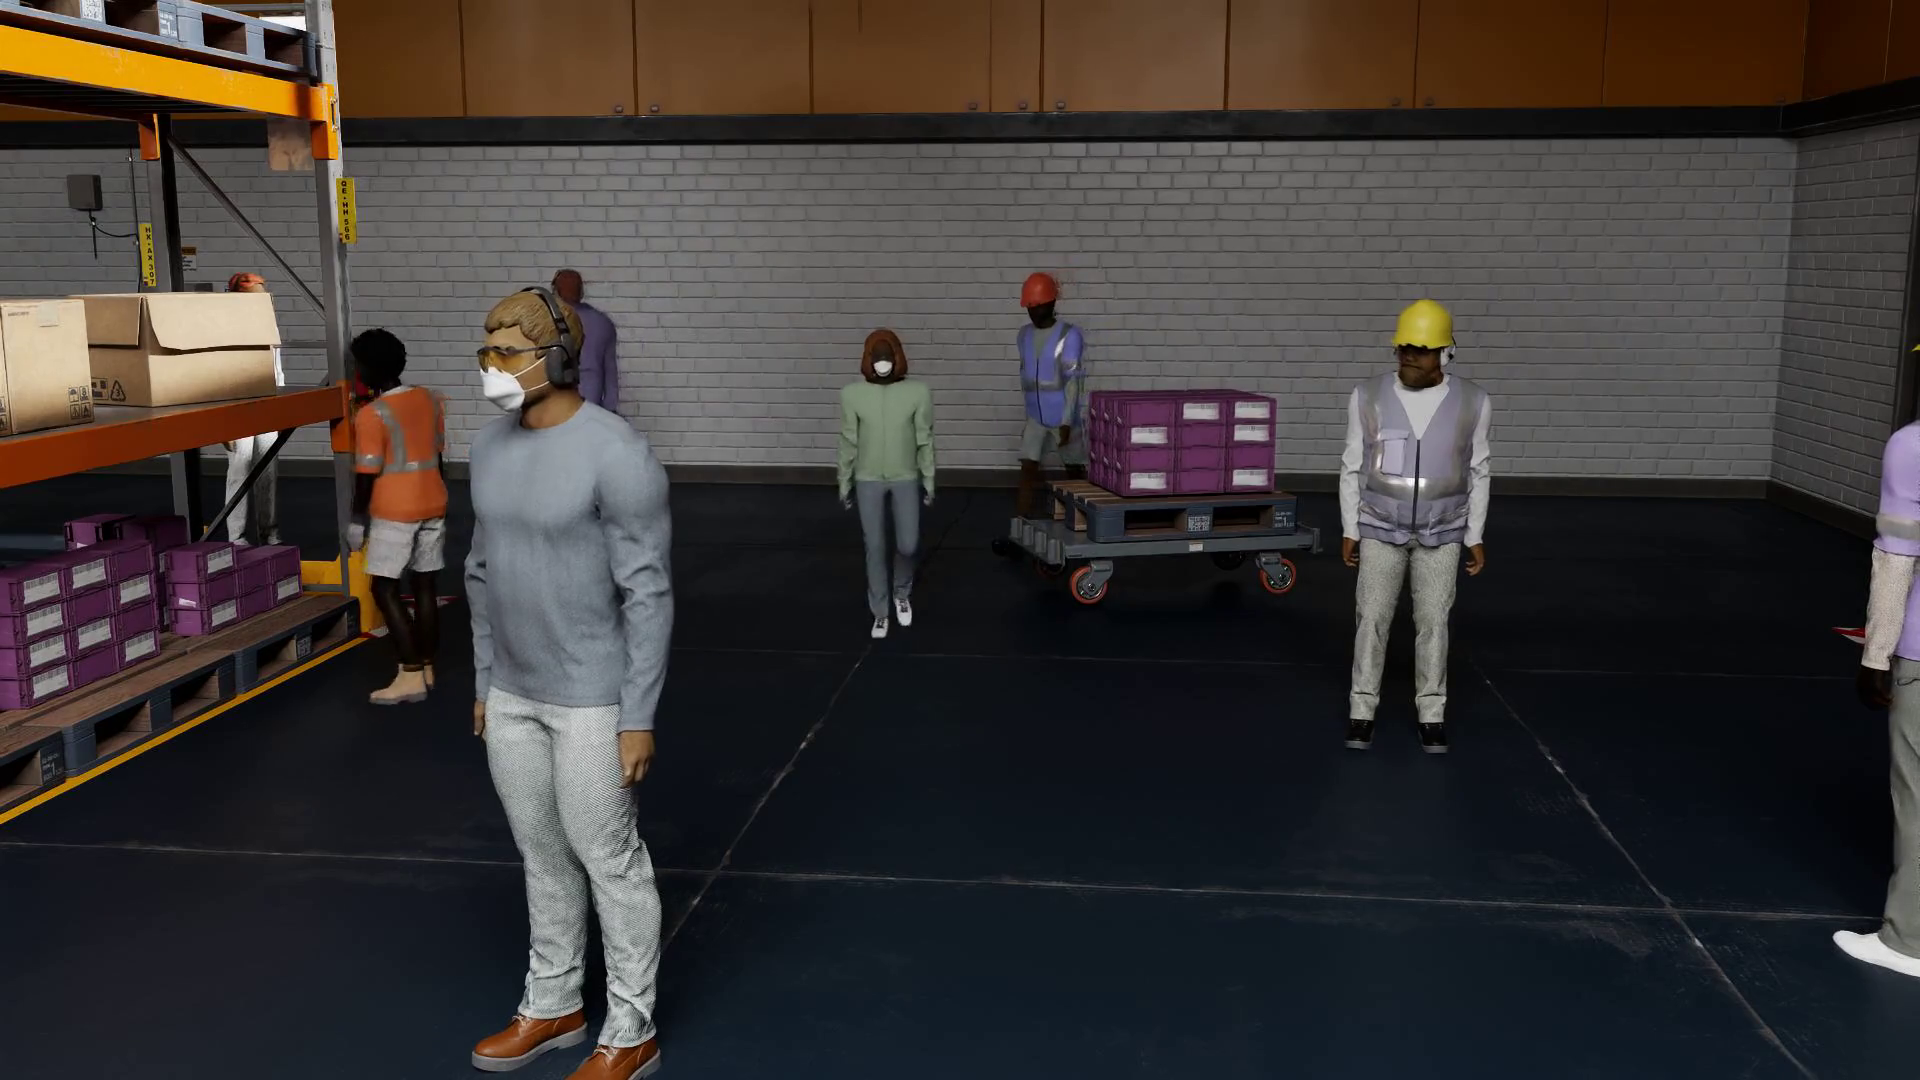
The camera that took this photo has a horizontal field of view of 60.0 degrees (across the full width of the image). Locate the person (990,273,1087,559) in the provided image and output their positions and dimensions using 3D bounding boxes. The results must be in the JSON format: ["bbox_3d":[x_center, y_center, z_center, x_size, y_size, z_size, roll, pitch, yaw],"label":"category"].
[{"bbox_3d":[0.595,-0.815,10.989,0.569,1.875,1.025,7,12,37],"label":"person"}]

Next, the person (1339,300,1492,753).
[{"bbox_3d":[1.820,-0.046,6.692,0.587,1.826,0.404,2,10,12],"label":"person"}]

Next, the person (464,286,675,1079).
[{"bbox_3d":[-0.944,0.373,3.966,0.635,1.937,0.352,7,12,36],"label":"person"}]

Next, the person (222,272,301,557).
[{"bbox_3d":[-4.542,-0.766,10.668,0.351,1.879,0.577,4,11,20],"label":"person"}]

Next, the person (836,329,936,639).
[{"bbox_3d":[-0.386,-0.285,8.644,0.518,1.616,0.348,0,10,-1],"label":"person"}]

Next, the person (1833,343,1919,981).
[{"bbox_3d":[2.764,0.267,4.644,0.588,1.918,0.401,-3,10,-14],"label":"person"}]

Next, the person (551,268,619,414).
[{"bbox_3d":[-2.742,-0.961,11.749,0.648,1.895,0.452,-9,13,-41],"label":"person"}]

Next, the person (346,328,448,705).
[{"bbox_3d":[-2.490,-0.098,7.465,0.353,1.664,0.604,4,11,21],"label":"person"}]
